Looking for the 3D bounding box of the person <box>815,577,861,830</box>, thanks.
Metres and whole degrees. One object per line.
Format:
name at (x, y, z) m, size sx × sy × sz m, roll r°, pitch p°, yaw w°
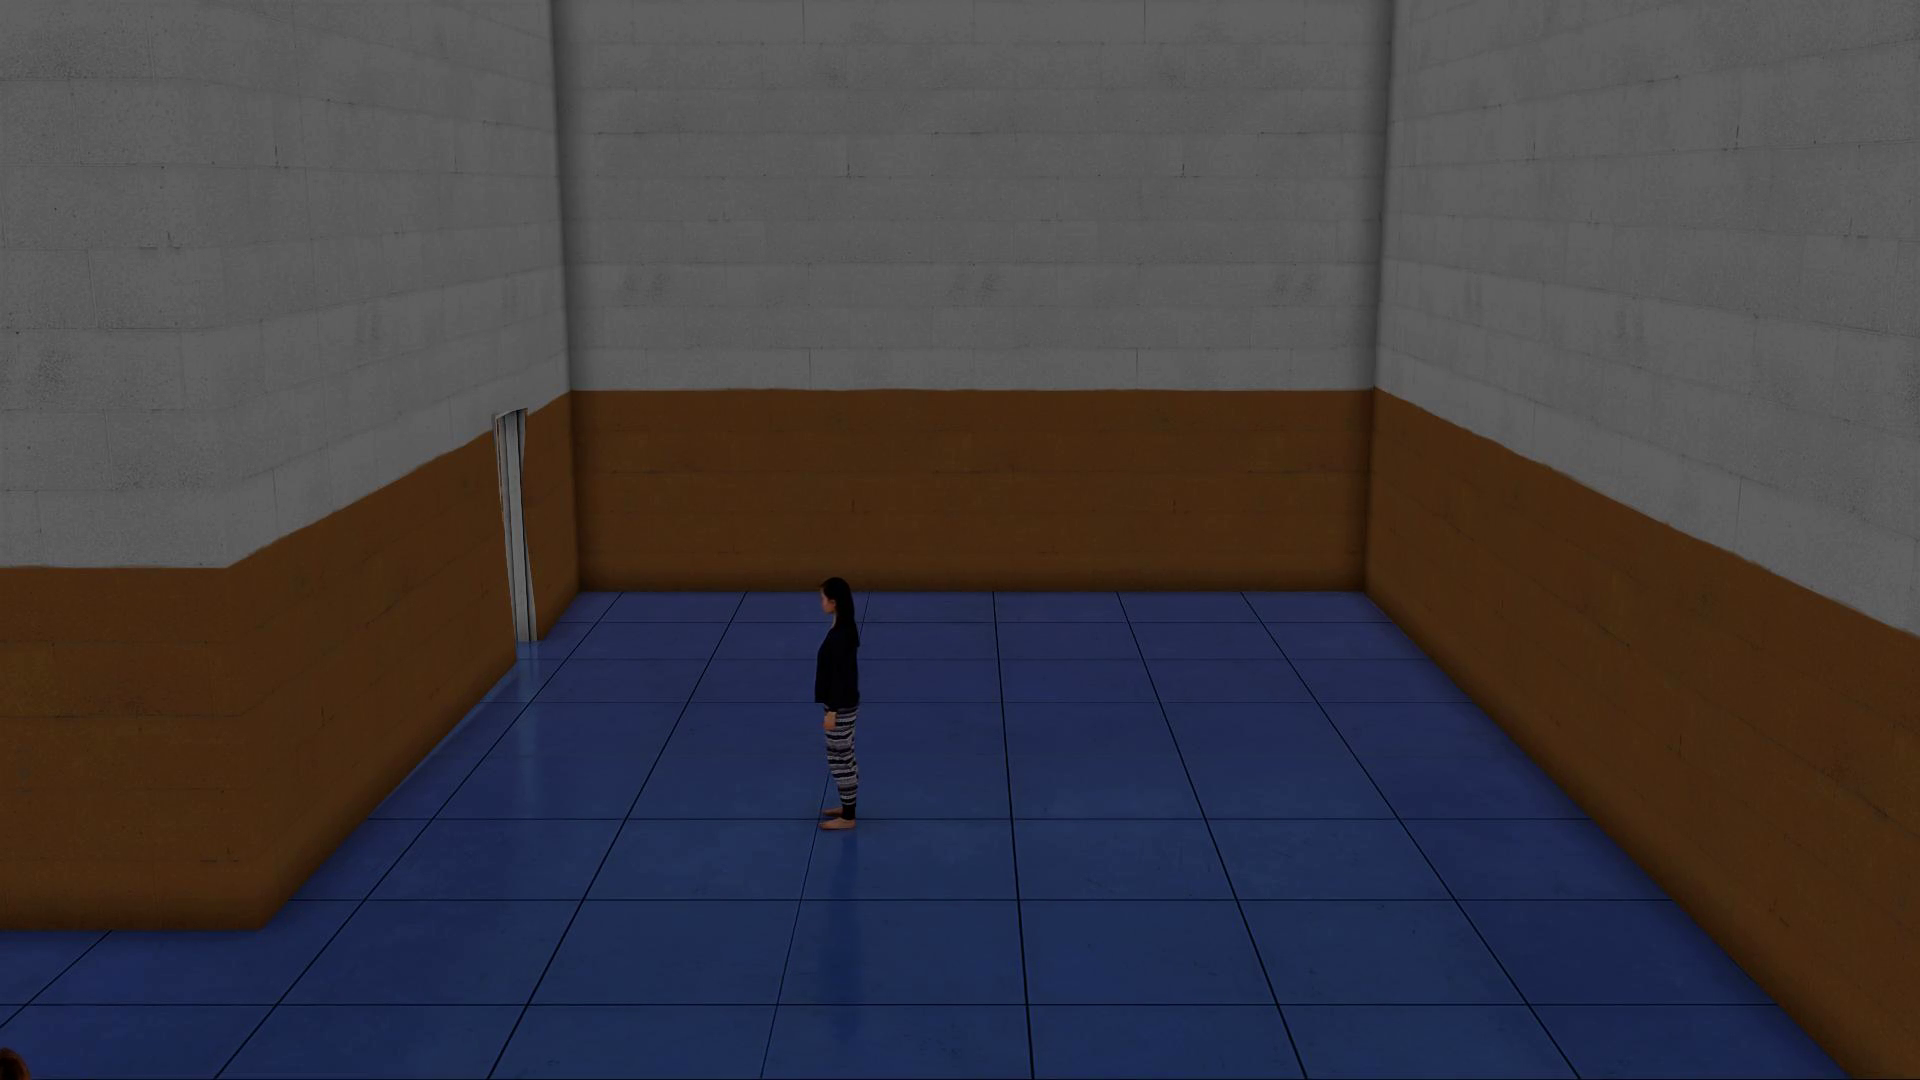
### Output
person at (-0.803, 1.088, 11.216) m, size 0.521 × 1.734 × 0.609 m, roll 1°, pitch 12°, yaw 3°
